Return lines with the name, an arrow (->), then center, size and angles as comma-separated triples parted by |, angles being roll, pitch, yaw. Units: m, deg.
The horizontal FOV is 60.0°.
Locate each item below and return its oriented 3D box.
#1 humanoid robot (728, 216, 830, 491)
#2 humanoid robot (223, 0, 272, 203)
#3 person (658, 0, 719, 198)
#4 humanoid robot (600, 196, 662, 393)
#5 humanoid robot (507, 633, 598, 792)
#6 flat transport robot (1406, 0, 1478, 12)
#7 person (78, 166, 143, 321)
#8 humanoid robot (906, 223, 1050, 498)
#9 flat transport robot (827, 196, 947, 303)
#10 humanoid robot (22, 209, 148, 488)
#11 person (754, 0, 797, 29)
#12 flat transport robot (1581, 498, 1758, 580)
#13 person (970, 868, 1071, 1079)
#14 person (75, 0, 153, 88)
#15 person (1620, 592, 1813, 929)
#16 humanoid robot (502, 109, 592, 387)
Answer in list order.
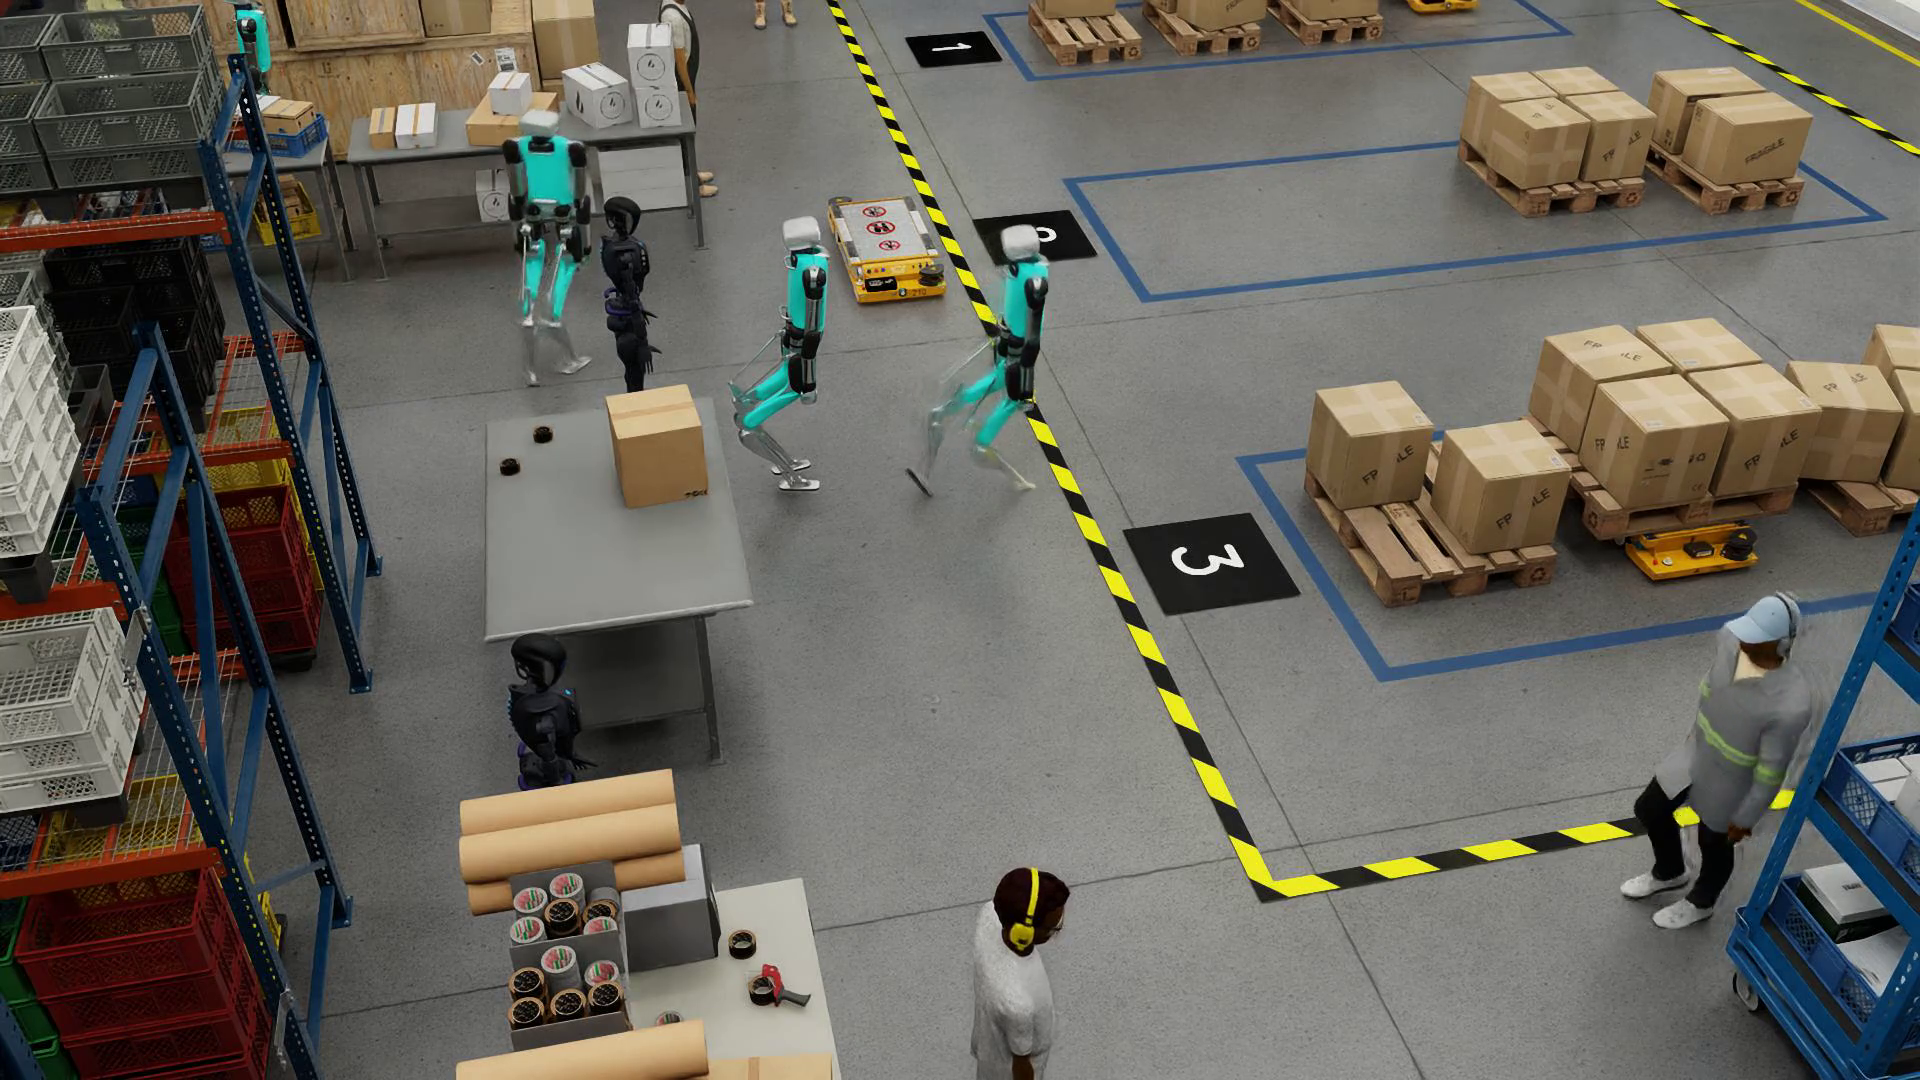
humanoid robot -> -1.089, -1.042, 9.611 | 0.735, 1.677, 0.533 | -8, 37, -10
humanoid robot -> -5.572, -3.408, 12.795 | 0.735, 1.673, 0.533 | -8, 37, -10
person -> -2.163, -3.618, 13.101 | 0.344, 1.839, 0.506 | -7, 37, -10
humanoid robot -> -1.994, -1.322, 10.142 | 0.315, 1.653, 0.599 | -8, 37, -10
humanoid robot -> -1.674, 1.043, 6.963 | 0.315, 1.653, 0.599 | -8, 37, -10
flat transport robot -> 4.811, -5.887, 17.443 | 0.652, 0.197, 1.431 | -8, 37, -10
person -> -5.749, -2.266, 11.256 | 0.327, 1.873, 0.517 | -7, 37, -10
humanoid robot -> 0.041, -0.952, 9.629 | 0.965, 1.777, 0.531 | -7, 37, -9
flat transport robot -> -0.570, -2.220, 12.538 | 0.659, 0.231, 1.431 | -8, 37, -10
humanoid robot -> -5.462, -0.994, 9.696 | 1.016, 1.735, 0.554 | -26, 44, -30
person -> -1.835, -6.000, 16.142 | 0.605, 2.033, 0.388 | -7, 37, -10
flat transport robot -> 4.062, -0.294, 9.926 | 0.652, 0.197, 1.431 | -8, 37, -10
person -> 0.203, 1.814, 5.781 | 0.327, 1.865, 0.517 | -7, 37, -10
person -> -7.030, -4.254, 13.975 | 0.625, 1.821, 0.786 | -5, 37, -7
person -> 3.159, 0.960, 6.945 | 0.520, 1.838, 0.612 | -6, 37, -8
humanoid robot -> -2.680, -1.805, 10.759 | 0.573, 1.793, 0.821 | 1, 37, 2
